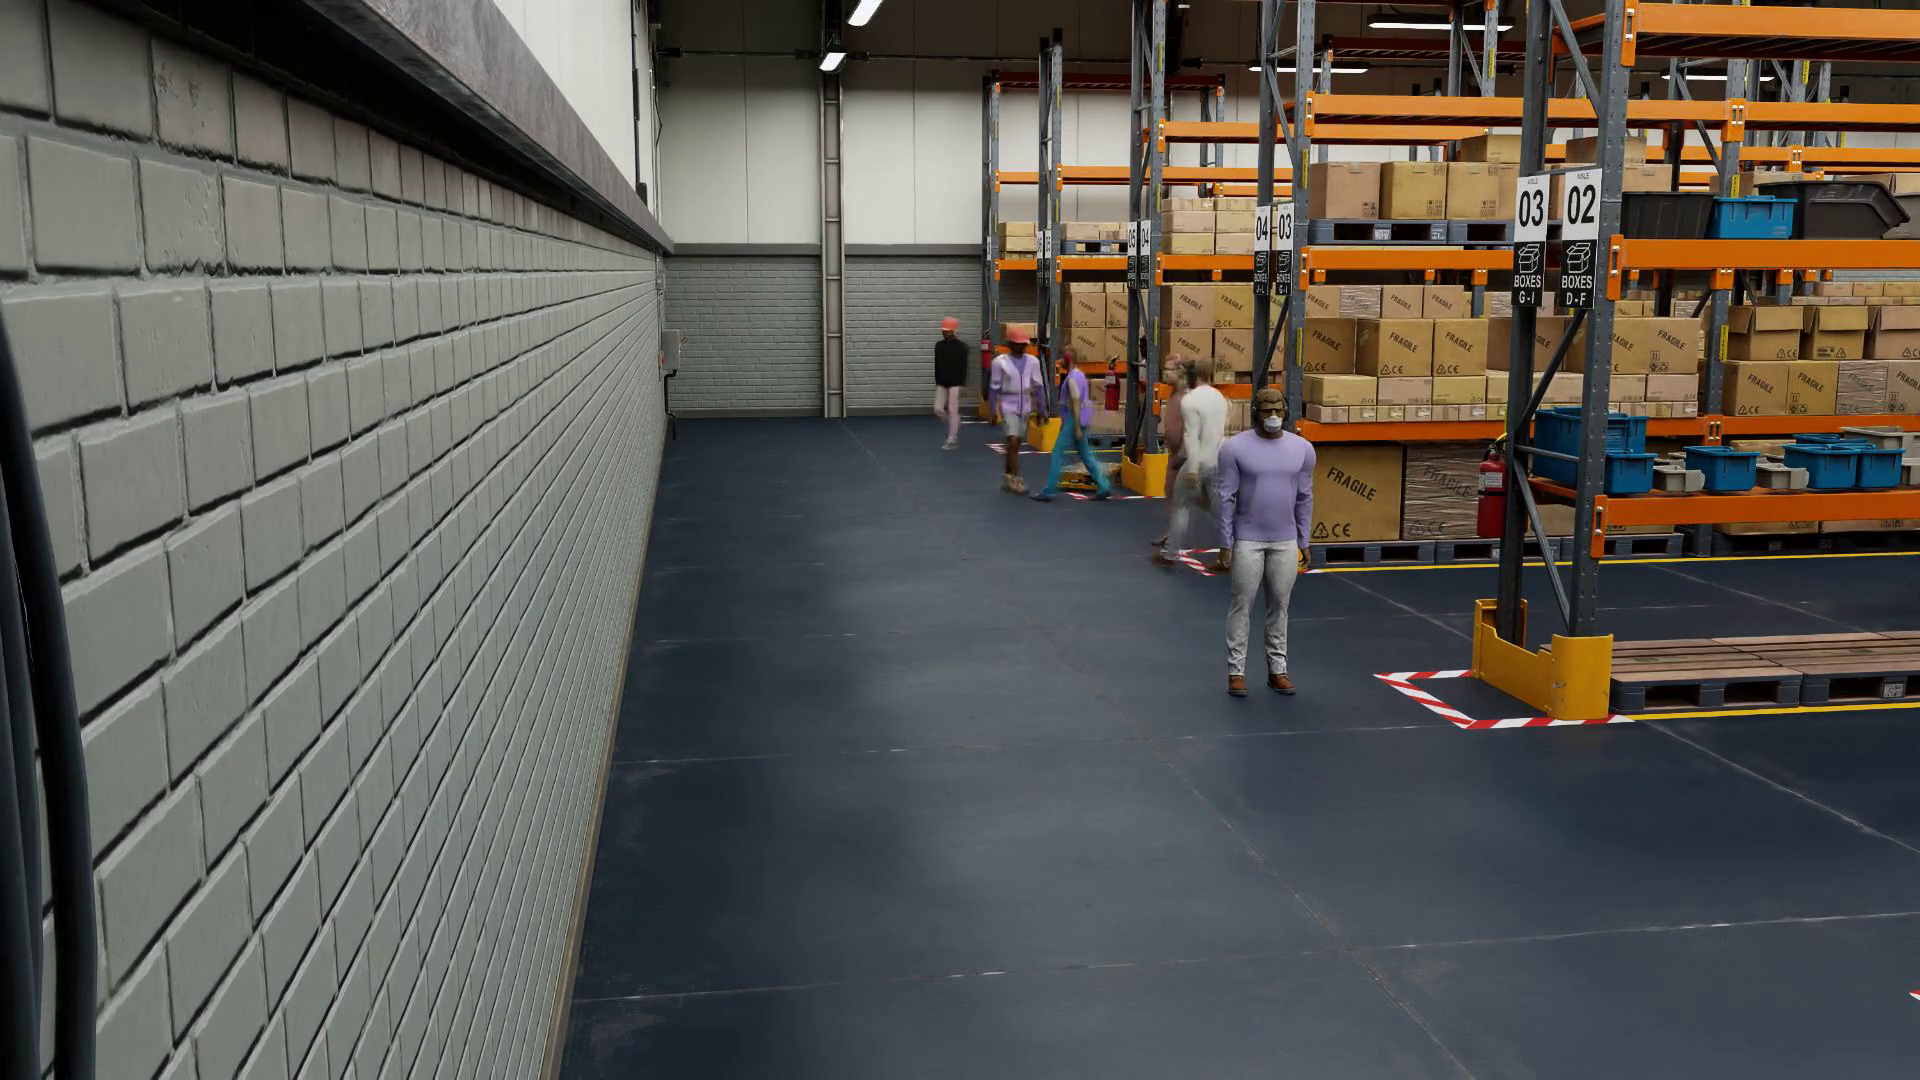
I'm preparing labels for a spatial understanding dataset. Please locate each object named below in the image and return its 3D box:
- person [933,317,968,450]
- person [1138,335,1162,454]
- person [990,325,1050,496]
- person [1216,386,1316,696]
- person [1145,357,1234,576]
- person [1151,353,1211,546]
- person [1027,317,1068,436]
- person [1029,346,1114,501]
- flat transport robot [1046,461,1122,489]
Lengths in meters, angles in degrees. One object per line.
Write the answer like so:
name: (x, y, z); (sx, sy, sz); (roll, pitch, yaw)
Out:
person: (-0.148, -2.318, 24.641); (0.611, 1.976, 0.455); (6, 11, 34)
person: (2.357, -1.632, 20.780); (0.325, 1.860, 0.515); (-3, 10, -21)
person: (0.727, -1.517, 19.600); (0.637, 1.996, 0.953); (-5, 10, -26)
person: (1.910, 0.009, 10.407); (0.631, 1.940, 0.372); (-1, 9, -7)
person: (2.047, -0.646, 14.583); (0.937, 1.894, 0.676); (8, 12, 42)
person: (2.262, -0.855, 15.958); (0.765, 1.876, 0.655); (-2, 9, -13)
person: (1.438, -2.559, 25.931); (1.004, 2.000, 0.706); (-2, 9, -11)
person: (1.315, -1.323, 19.069); (0.936, 1.802, 0.566); (2, 9, 14)
flat transport robot: (1.633, -0.807, 20.566); (0.652, 0.197, 1.431); (4, 10, 24)
